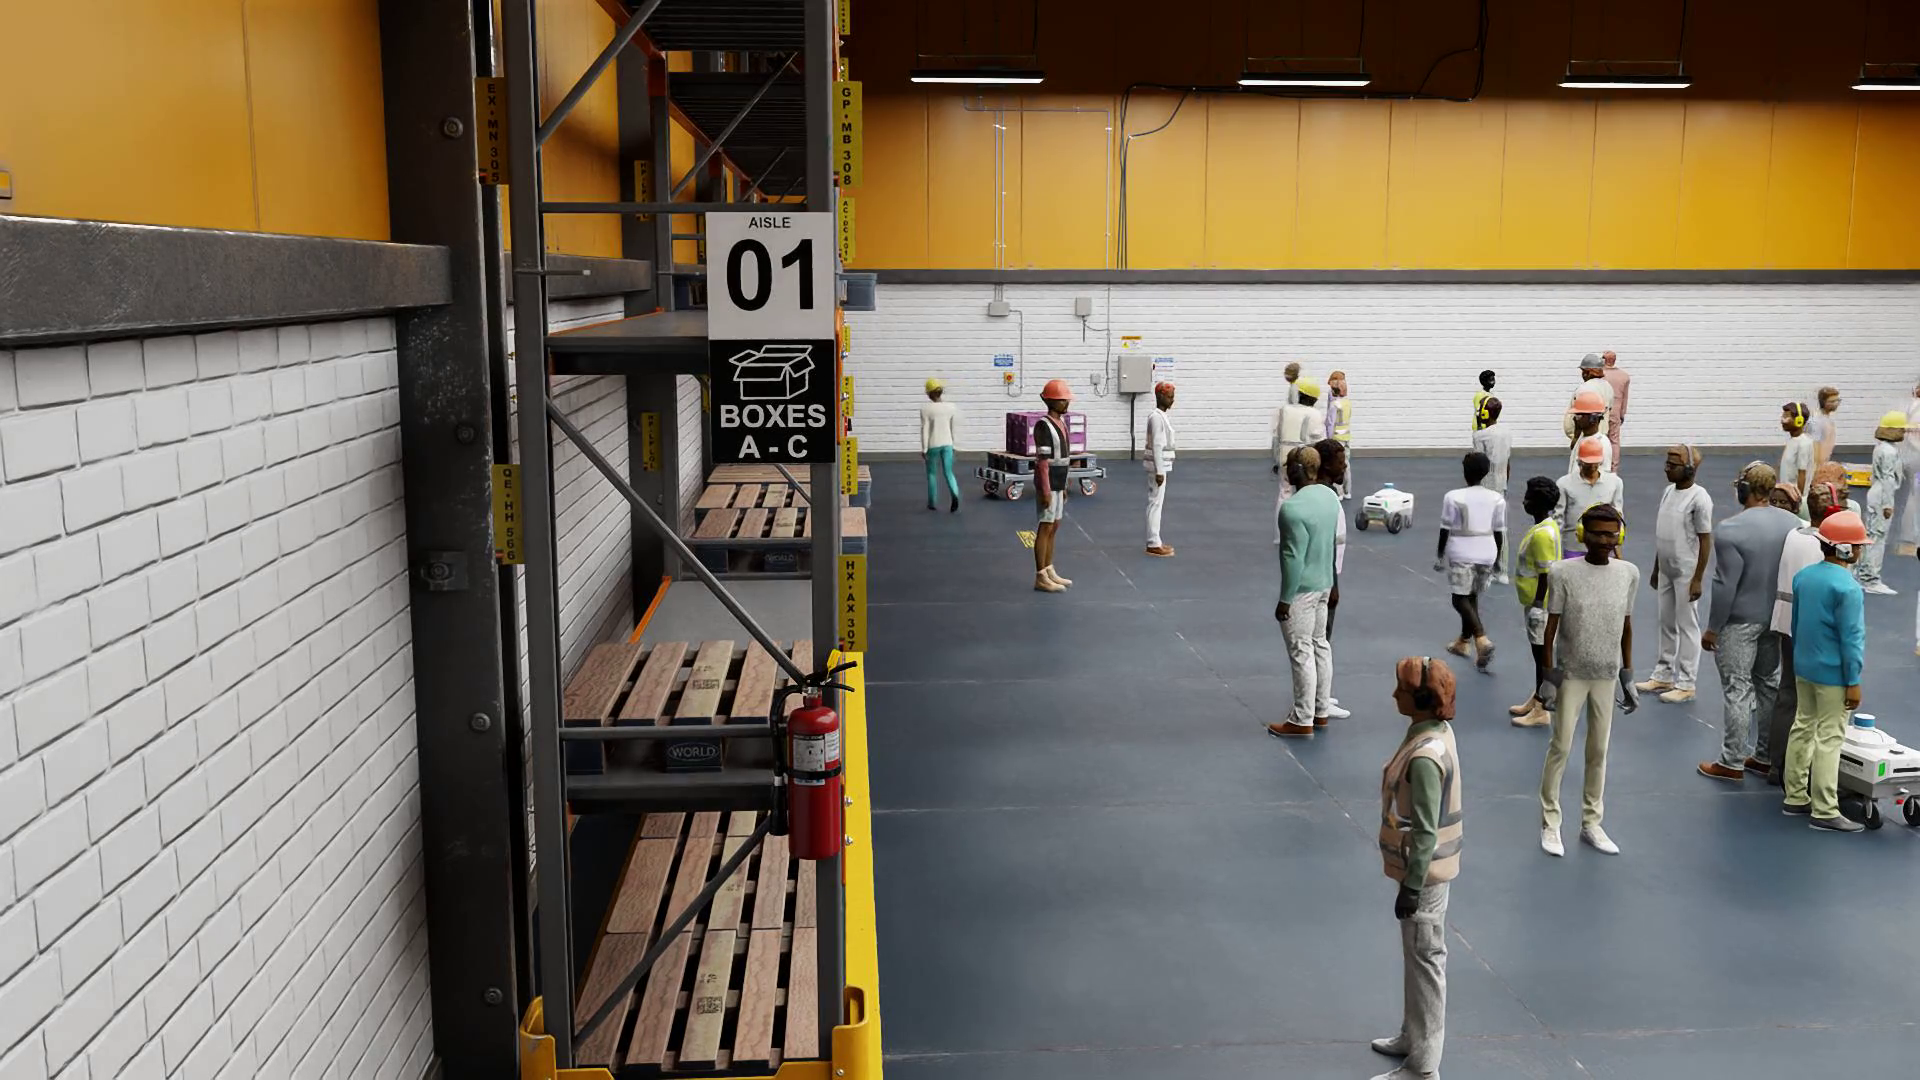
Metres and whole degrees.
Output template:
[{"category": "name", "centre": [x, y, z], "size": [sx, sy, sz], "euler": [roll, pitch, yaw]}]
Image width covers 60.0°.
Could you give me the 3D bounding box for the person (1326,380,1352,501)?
[{"category": "person", "centre": [5.100, -1.336, 22.388], "size": [0.314, 1.632, 0.517], "euler": [7, 12, 39]}]

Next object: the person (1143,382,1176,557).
[{"category": "person", "centre": [2.167, -0.770, 18.033], "size": [0.353, 1.886, 0.572], "euler": [1, 9, 9]}]

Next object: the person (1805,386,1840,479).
[{"category": "person", "centre": [9.508, -0.780, 18.302], "size": [0.635, 1.818, 0.546], "euler": [7, 12, 39]}]

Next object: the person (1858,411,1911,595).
[{"category": "person", "centre": [8.852, -0.361, 15.911], "size": [0.314, 1.744, 0.487], "euler": [3, 10, 18]}]

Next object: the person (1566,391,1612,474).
[{"category": "person", "centre": [5.366, -0.256, 14.315], "size": [0.371, 2.044, 0.608], "euler": [0, 9, 1]}]

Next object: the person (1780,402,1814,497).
[{"category": "person", "centre": [7.756, -0.354, 15.515], "size": [0.331, 1.866, 0.514], "euler": [3, 9, 15]}]

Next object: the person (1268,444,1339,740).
[{"category": "person", "centre": [2.260, 0.337, 10.923], "size": [0.354, 1.937, 0.635], "euler": [7, 11, 36]}]

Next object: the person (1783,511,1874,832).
[{"category": "person", "centre": [4.789, 0.711, 9.149], "size": [0.327, 1.752, 0.562], "euler": [-1, 9, -4]}]

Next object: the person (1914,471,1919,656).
[{"category": "person", "centre": [7.811, 0.050, 13.068], "size": [0.429, 1.837, 0.623], "euler": [-4, 10, -26]}]

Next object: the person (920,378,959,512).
[{"category": "person", "centre": [-0.249, -1.204, 21.274], "size": [0.521, 1.724, 0.785], "euler": [-4, 10, -21]}]

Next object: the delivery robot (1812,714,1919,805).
[{"category": "delivery robot", "centre": [5.084, 1.226, 9.378], "size": [0.477, 0.478, 0.707], "euler": [-2, 9, -11]}]

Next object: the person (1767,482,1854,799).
[{"category": "person", "centre": [4.956, 0.578, 9.693], "size": [0.389, 1.846, 0.564], "euler": [-2, 9, -11]}]

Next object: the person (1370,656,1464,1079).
[{"category": "person", "centre": [1.716, 1.235, 6.216], "size": [0.307, 1.641, 0.511], "euler": [3, 9, 16]}]

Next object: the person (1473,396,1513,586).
[{"category": "person", "centre": [5.185, -0.477, 16.295], "size": [0.501, 1.861, 0.334], "euler": [-6, 11, -32]}]

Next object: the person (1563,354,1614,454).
[{"category": "person", "centre": [8.011, -1.372, 21.331], "size": [0.683, 2.000, 0.538], "euler": [-8, 12, -40]}]

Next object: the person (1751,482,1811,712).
[{"category": "person", "centre": [5.572, 0.419, 11.344], "size": [0.522, 1.638, 0.309], "euler": [7, 12, 38]}]

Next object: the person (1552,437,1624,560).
[{"category": "person", "centre": [5.093, 0.026, 13.512], "size": [0.568, 1.738, 0.351], "euler": [1, 9, 5]}]

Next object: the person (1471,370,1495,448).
[{"category": "person", "centre": [7.451, -1.568, 23.637], "size": [0.319, 1.697, 0.532], "euler": [7, 11, 36]}]

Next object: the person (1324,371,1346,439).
[{"category": "person", "centre": [5.517, -1.673, 24.494], "size": [0.280, 1.632, 0.501], "euler": [4, 10, 23]}]

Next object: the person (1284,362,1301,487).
[{"category": "person", "centre": [4.800, -1.650, 23.827], "size": [0.418, 1.802, 0.590], "euler": [2, 9, 13]}]

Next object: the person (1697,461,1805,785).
[{"category": "person", "centre": [4.713, 0.494, 9.934], "size": [0.627, 1.941, 0.370], "euler": [-3, 10, -20]}]

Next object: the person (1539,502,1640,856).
[{"category": "person", "centre": [3.296, 0.726, 8.705], "size": [0.520, 1.869, 0.327], "euler": [-1, 9, -3]}]

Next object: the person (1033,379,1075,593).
[{"category": "person", "centre": [0.909, -0.525, 16.002], "size": [0.385, 2.045, 0.605], "euler": [3, 10, 20]}]

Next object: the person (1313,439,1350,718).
[{"category": "person", "centre": [2.489, 0.254, 11.495], "size": [0.391, 1.922, 0.593], "euler": [0, 9, 0]}]

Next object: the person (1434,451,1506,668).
[{"category": "person", "centre": [4.021, 0.146, 12.946], "size": [0.530, 1.671, 0.747], "euler": [-3, 9, -17]}]

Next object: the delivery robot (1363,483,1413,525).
[{"category": "delivery robot", "centre": [5.092, -0.429, 19.769], "size": [0.477, 0.478, 0.707], "euler": [8, 12, 41]}]

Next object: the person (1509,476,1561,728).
[{"category": "person", "centre": [3.891, 0.415, 11.186], "size": [0.322, 1.697, 0.533], "euler": [3, 10, 19]}]

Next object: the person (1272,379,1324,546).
[{"category": "person", "centre": [3.766, -0.854, 18.584], "size": [0.385, 1.893, 0.652], "euler": [-8, 12, -43]}]

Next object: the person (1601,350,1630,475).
[{"category": "person", "centre": [9.702, -1.893, 25.010], "size": [0.641, 1.913, 0.408], "euler": [-1, 9, -8]}]

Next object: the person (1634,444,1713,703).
[{"category": "person", "centre": [5.112, 0.237, 11.841], "size": [0.349, 1.847, 0.505], "euler": [-2, 9, -10]}]

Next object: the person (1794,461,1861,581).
[{"category": "person", "centre": [6.560, 0.213, 12.655], "size": [0.497, 1.633, 0.285], "euler": [7, 11, 36]}]

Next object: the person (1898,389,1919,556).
[{"category": "person", "centre": [10.533, -0.829, 17.922], "size": [0.732, 2.000, 0.693], "euler": [2, 9, 10]}]
